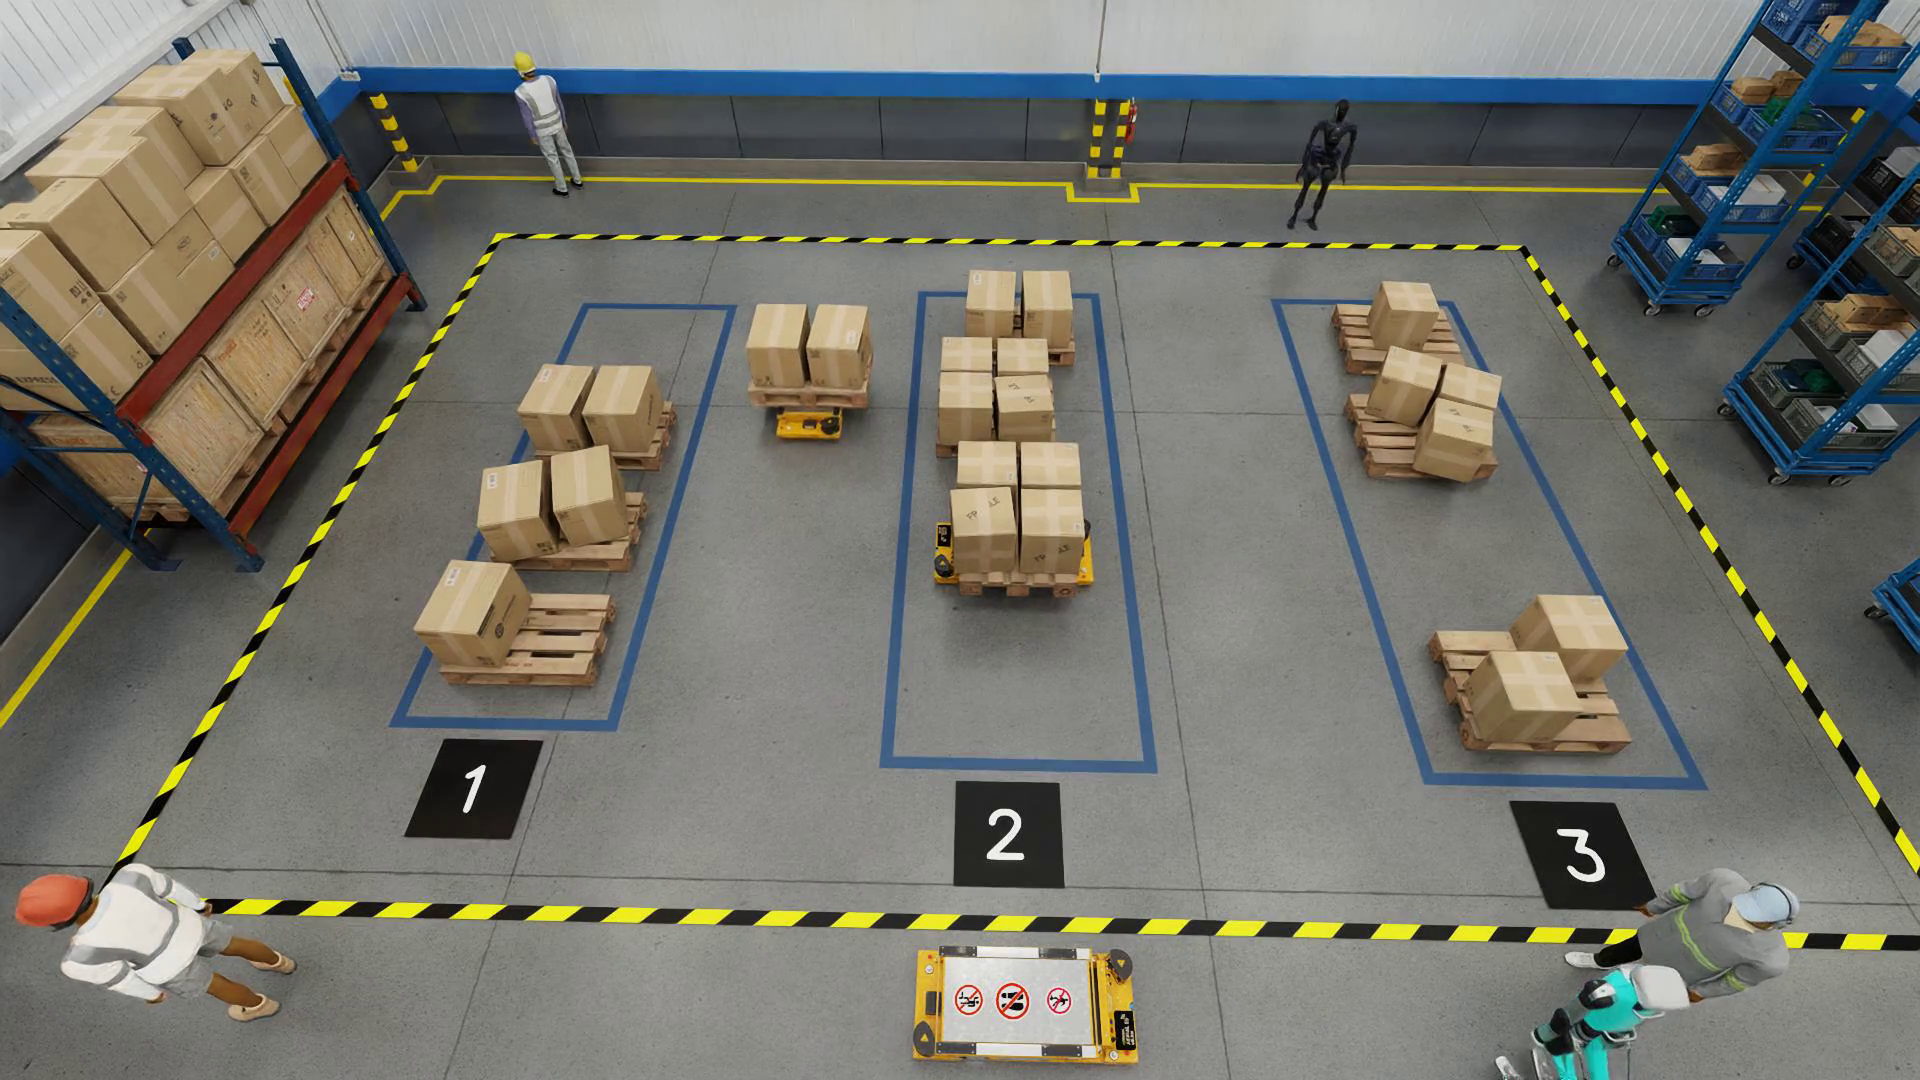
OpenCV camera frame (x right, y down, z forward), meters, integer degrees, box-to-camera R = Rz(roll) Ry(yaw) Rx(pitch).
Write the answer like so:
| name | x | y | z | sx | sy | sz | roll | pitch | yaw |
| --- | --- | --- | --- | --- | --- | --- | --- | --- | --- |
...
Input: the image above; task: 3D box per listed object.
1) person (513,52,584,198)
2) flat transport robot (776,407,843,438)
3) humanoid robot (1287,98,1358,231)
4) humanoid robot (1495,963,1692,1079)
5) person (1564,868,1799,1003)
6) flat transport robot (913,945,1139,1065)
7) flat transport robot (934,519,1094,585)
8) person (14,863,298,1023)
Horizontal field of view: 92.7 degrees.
| name | x | y | z | sx | sy | sz | roll | pitch | yaw |
| --- | --- | --- | --- | --- | --- | --- | --- | --- | --- |
| person | -5.336 | -5.344 | 11.829 | 0.404 | 1.837 | 0.589 | 29 | 56 | 22 |
| flat transport robot | -1.546 | -1.656 | 9.818 | 0.652 | 0.197 | 1.431 | 1 | 51 | 1 |
| humanoid robot | 4.508 | -4.623 | 11.336 | 0.599 | 1.657 | 0.315 | 10 | 52 | 8 |
| humanoid robot | 3.556 | 2.912 | 5.077 | 0.533 | 1.677 | 0.735 | -4 | 51 | -3 |
| person | 4.303 | 2.433 | 5.480 | 0.385 | 1.850 | 0.596 | -4 | 51 | -4 |
| flat transport robot | 0.422 | 3.041 | 6.007 | 1.431 | 0.231 | 0.659 | 1 | 51 | 1 |
| flat transport robot | 0.490 | 0.087 | 8.397 | 1.431 | 0.197 | 0.652 | 1 | 51 | 1 |
| person | -4.661 | 2.392 | 5.390 | 0.365 | 2.048 | 0.606 | 0 | 51 | 0 |
